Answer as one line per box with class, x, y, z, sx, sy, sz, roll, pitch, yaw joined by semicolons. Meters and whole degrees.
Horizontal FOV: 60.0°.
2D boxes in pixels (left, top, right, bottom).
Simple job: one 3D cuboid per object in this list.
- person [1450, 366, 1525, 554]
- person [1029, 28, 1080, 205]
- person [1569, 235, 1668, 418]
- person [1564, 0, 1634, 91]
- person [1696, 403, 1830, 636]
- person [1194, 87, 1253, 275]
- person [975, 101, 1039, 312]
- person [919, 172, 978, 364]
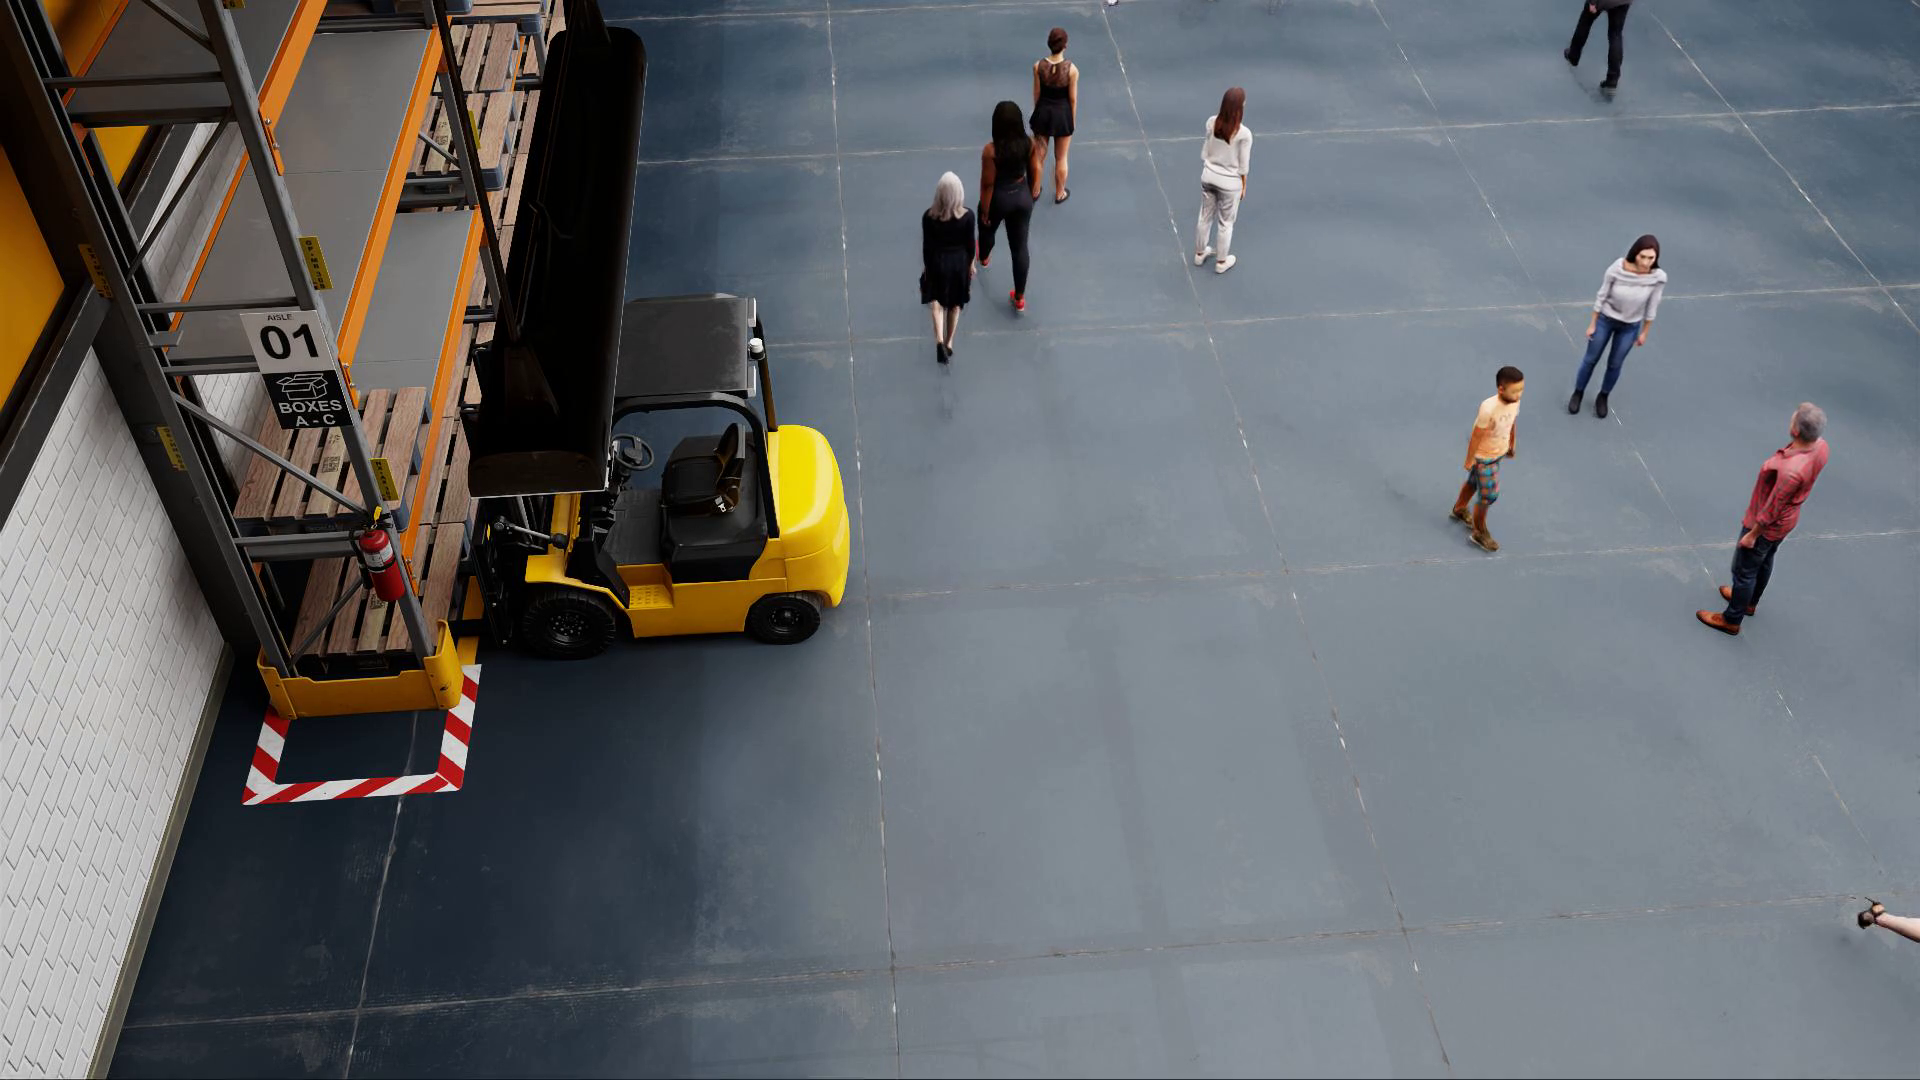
person;3.678;-0.655;11.761;0.755;1.449;0.839;-31;52;-28
person;0.833;-3.799;14.895;0.650;1.679;0.652;9;44;10
person;5.001;-1.651;12.675;0.664;1.631;0.642;13;45;13
person;6.477;-5.340;16.426;0.679;1.798;1.195;-4;44;-4
person;5.339;-0.139;10.944;0.760;1.830;0.787;-34;53;-30
person;2.227;-3.054;14.108;0.678;1.686;0.724;26;50;25
person;0.415;-2.711;13.692;0.888;1.763;1.273;-13;45;-13
person;-0.082;-2.057;13.026;0.662;1.736;0.791;1;44;1
